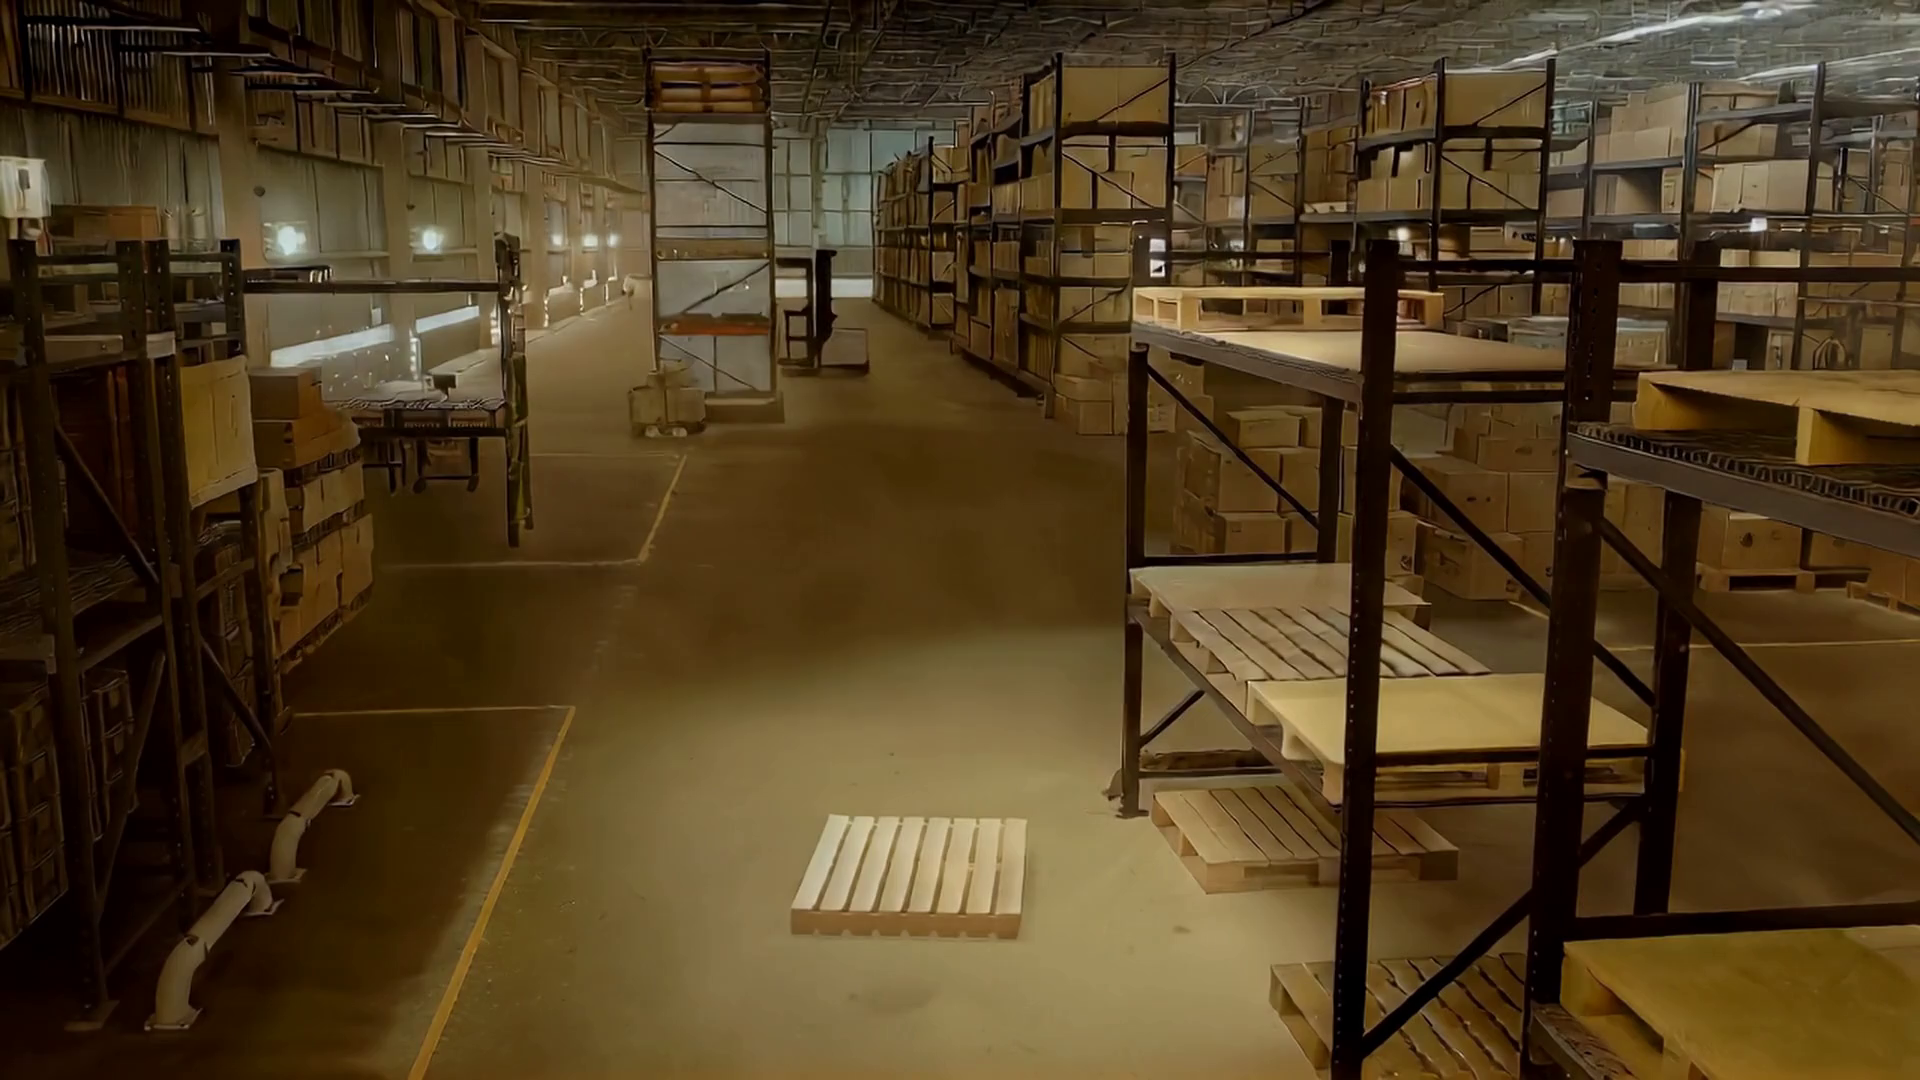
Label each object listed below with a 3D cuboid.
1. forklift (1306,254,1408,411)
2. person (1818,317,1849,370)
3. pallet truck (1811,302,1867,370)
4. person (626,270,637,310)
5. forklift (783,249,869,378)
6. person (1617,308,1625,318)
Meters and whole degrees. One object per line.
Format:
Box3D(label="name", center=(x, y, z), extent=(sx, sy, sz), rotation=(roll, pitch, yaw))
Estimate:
Box3D(label="forklift", center=(6.087, -2.843, 24.688), extent=(1.873, 2.768, 1.129), rotation=(-10, 14, -43))
Box3D(label="person", center=(12.889, -2.345, 24.631), extent=(0.387, 1.910, 0.592), rotation=(7, 13, 35))
Box3D(label="pallet truck", center=(15.846, -3.142, 28.793), extent=(1.885, 1.965, 0.823), rotation=(2, 10, 12))
Box3D(label="person", center=(-14.196, -10.792, 71.918), extent=(0.488, 1.736, 0.338), rotation=(-7, 13, -35))
Box3D(label="forklift", center=(-2.983, -5.013, 36.711), extent=(1.873, 2.768, 1.129), rotation=(-1, 10, -6))
Box3D(label="person", center=(11.599, -3.191, 29.491), extent=(0.626, 1.846, 0.429), rotation=(9, 14, 42))
